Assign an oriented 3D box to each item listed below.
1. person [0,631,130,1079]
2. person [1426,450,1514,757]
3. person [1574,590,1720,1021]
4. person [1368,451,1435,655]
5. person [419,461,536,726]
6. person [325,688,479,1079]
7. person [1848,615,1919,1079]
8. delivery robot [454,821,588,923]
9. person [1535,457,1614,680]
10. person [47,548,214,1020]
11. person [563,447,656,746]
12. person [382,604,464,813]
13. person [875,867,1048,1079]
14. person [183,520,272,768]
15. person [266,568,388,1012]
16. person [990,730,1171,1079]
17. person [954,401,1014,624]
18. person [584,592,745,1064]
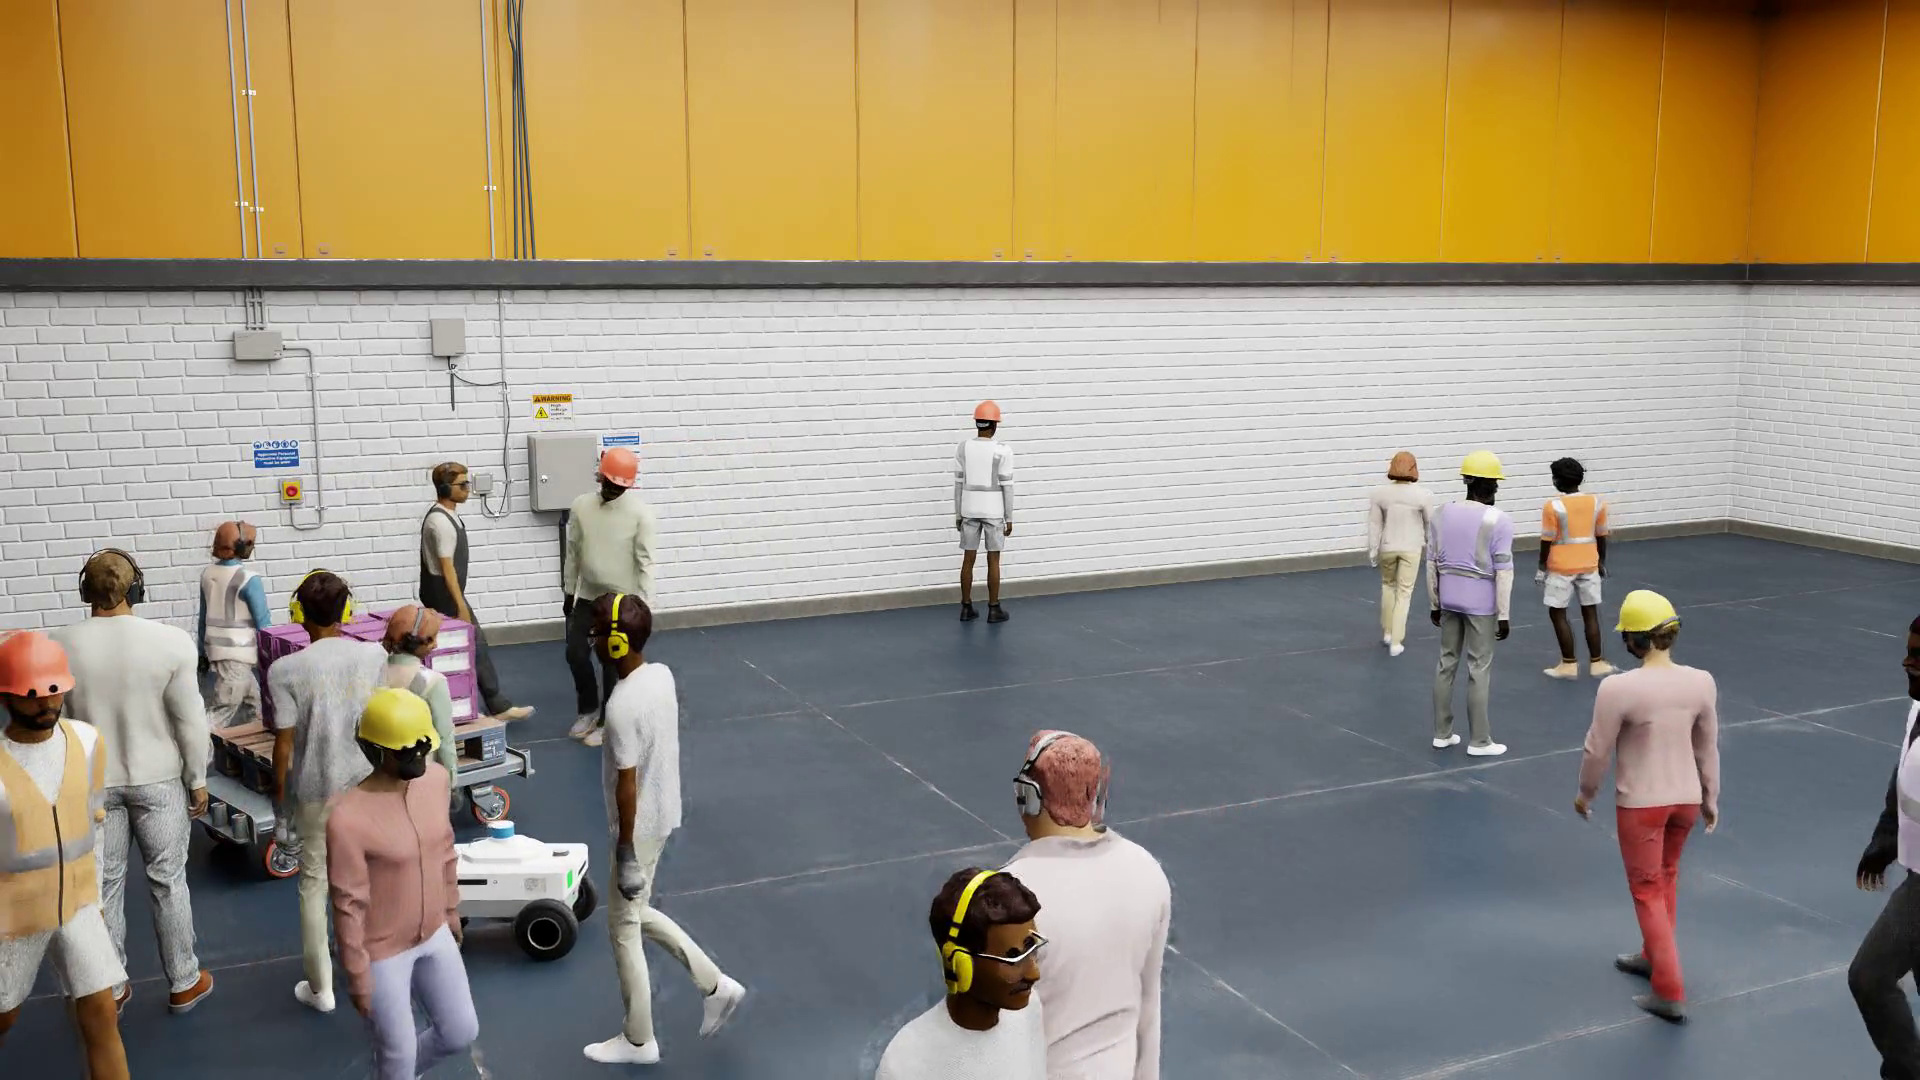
[{"bbox_3d":[-3.082,1.217,5.536,1.024,1.885,0.565,6,11,32],"label":"person"},{"bbox_3d":[3.211,0.397,10.467,0.384,1.923,0.590,-7,12,-38],"label":"person"},{"bbox_3d":[2.845,1.076,6.872,0.549,1.742,0.626,-2,9,-14],"label":"person"},{"bbox_3d":[3.563,0.091,13.349,0.508,1.610,0.695,5,10,29],"label":"person"},{"bbox_3d":[-3.191,0.395,10.825,0.854,1.809,0.525,-1,9,-9],"label":"person"},{"bbox_3d":[-1.816,1.308,5.376,0.498,1.737,0.552,4,10,25],"label":"person"},{"bbox_3d":[3.329,1.164,5.789,0.582,1.898,0.607,4,10,23],"label":"person"},{"bbox_3d":[-2.056,1.511,7.500,0.707,0.478,0.477,0,9,0],"label":"delivery robot"},{"bbox_3d":[4.604,0.214,12.402,0.673,1.673,0.322,-3,9,-15],"label":"person"},{"bbox_3d":[-3.372,0.990,6.745,0.630,1.940,0.373,-2,9,-14],"label":"person"},{"bbox_3d":[-2.242,0.366,10.613,0.671,1.939,0.391,3,10,19],"label":"person"},{"bbox_3d":[-2.475,1.068,7.317,0.525,1.595,0.746,6,11,31],"label":"person"},{"bbox_3d":[0.115,1.575,3.452,0.903,1.828,0.547,5,11,30],"label":"person"},{"bbox_3d":[-4.273,0.685,9.730,0.508,1.597,0.881,7,11,37],"label":"person"},{"bbox_3d":[-2.489,1.046,6.697,0.576,1.844,0.658,-8,12,-40],"label":"person"},{"bbox_3d":[0.300,1.433,4.226,0.672,1.873,0.851,-8,12,-41],"label":"person"},{"bbox_3d":[0.215,-0.241,14.418,0.543,1.930,0.380,3,10,19],"label":"person"},{"bbox_3d":[-1.162,1.103,6.297,0.524,1.855,0.540,2,9,12],"label":"person"}]
